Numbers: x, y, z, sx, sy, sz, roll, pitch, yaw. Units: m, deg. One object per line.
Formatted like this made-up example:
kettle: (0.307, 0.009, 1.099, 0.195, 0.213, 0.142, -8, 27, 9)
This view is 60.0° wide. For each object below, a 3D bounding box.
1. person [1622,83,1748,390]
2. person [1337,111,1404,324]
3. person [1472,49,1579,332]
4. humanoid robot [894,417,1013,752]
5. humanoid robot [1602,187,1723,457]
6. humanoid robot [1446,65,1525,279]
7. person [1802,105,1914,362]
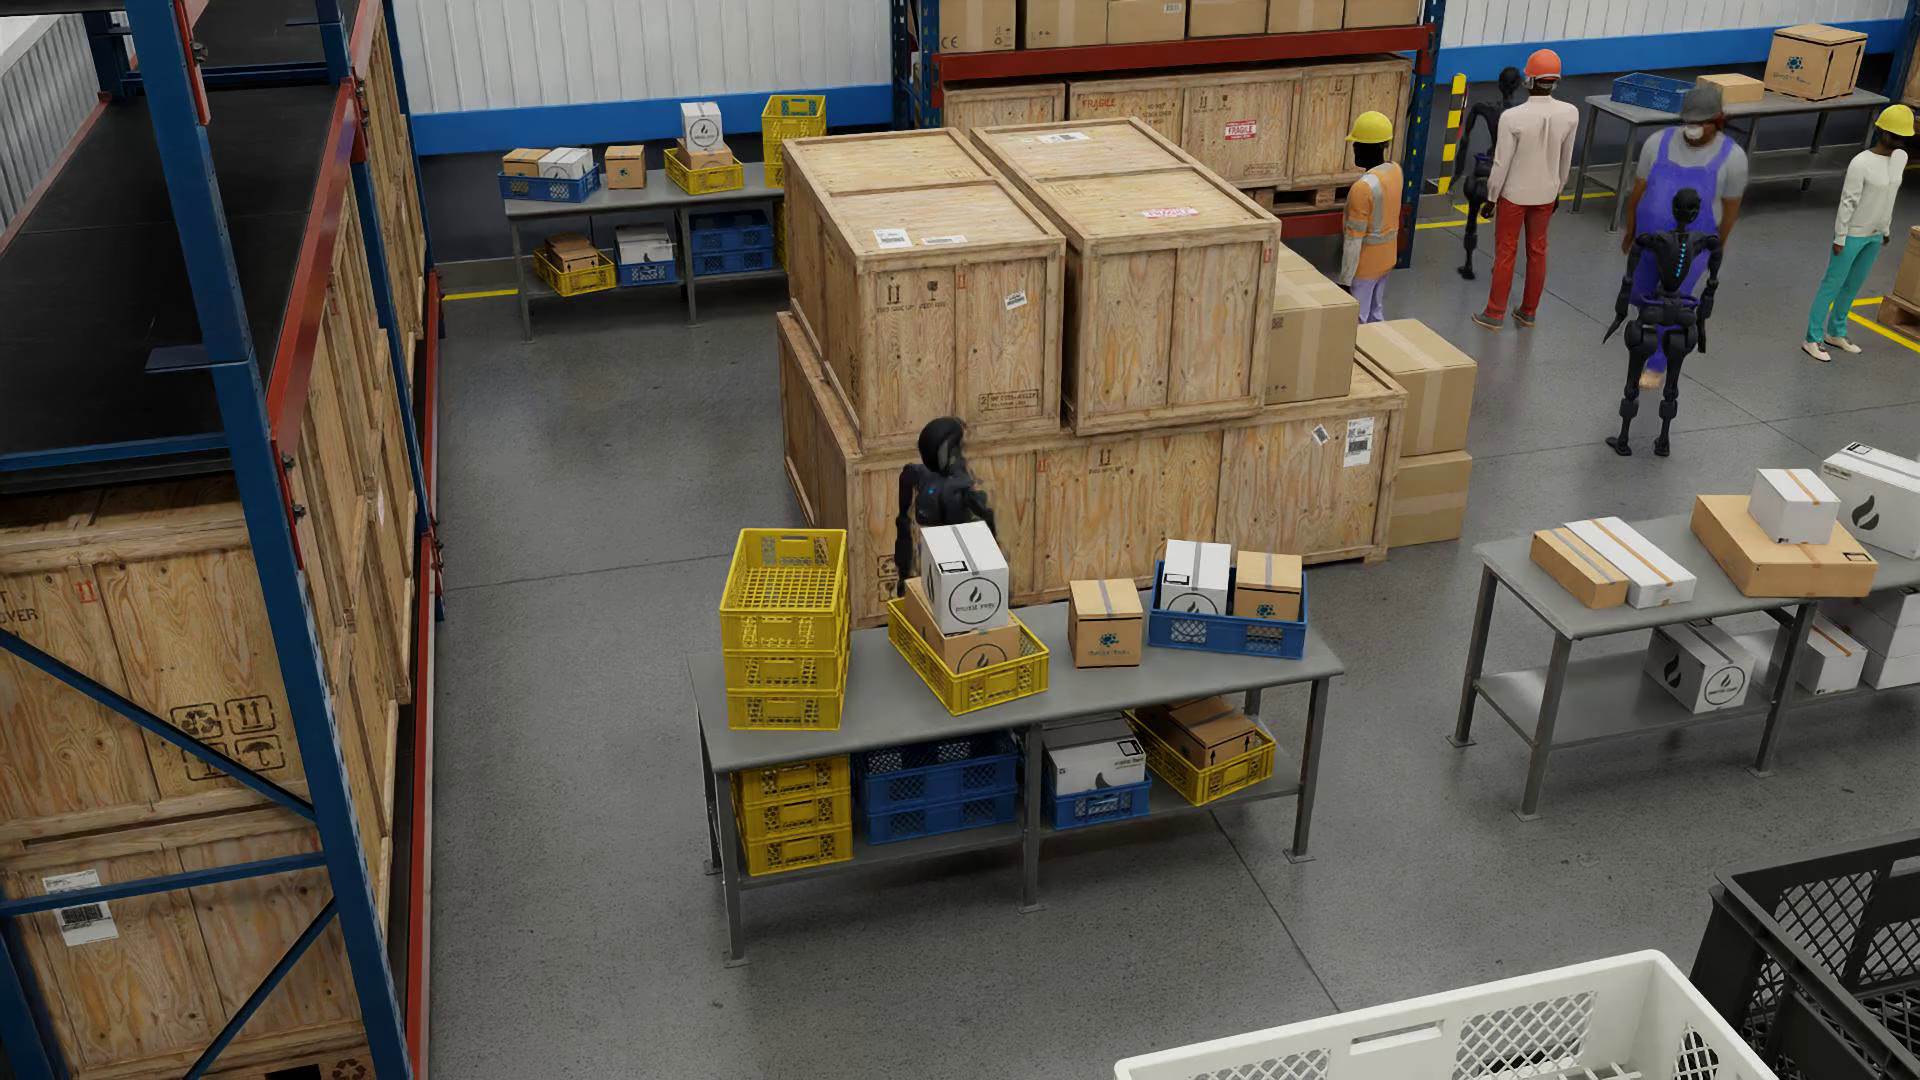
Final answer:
person: (4.770, -2.071, 11.040, 0.685, 2.000, 0.751, 22, 35, 34)
person: (2.568, -1.773, 10.632, 0.405, 1.918, 0.582, 19, 34, 31)
person: (4.003, -2.458, 11.790, 0.609, 1.995, 0.381, -6, 29, -10)
humanoid robot: (-0.010, 0.209, 7.312, 0.637, 1.655, 0.485, 23, 36, 35)
humanoid robot: (4.219, -1.309, 10.021, 0.601, 1.653, 0.313, 4, 29, 7)
humanoid robot: (4.070, -2.783, 12.707, 0.632, 1.647, 0.480, 4, 29, 7)
person: (6.177, -2.093, 11.364, 0.533, 1.765, 0.315, -14, 32, -23)
